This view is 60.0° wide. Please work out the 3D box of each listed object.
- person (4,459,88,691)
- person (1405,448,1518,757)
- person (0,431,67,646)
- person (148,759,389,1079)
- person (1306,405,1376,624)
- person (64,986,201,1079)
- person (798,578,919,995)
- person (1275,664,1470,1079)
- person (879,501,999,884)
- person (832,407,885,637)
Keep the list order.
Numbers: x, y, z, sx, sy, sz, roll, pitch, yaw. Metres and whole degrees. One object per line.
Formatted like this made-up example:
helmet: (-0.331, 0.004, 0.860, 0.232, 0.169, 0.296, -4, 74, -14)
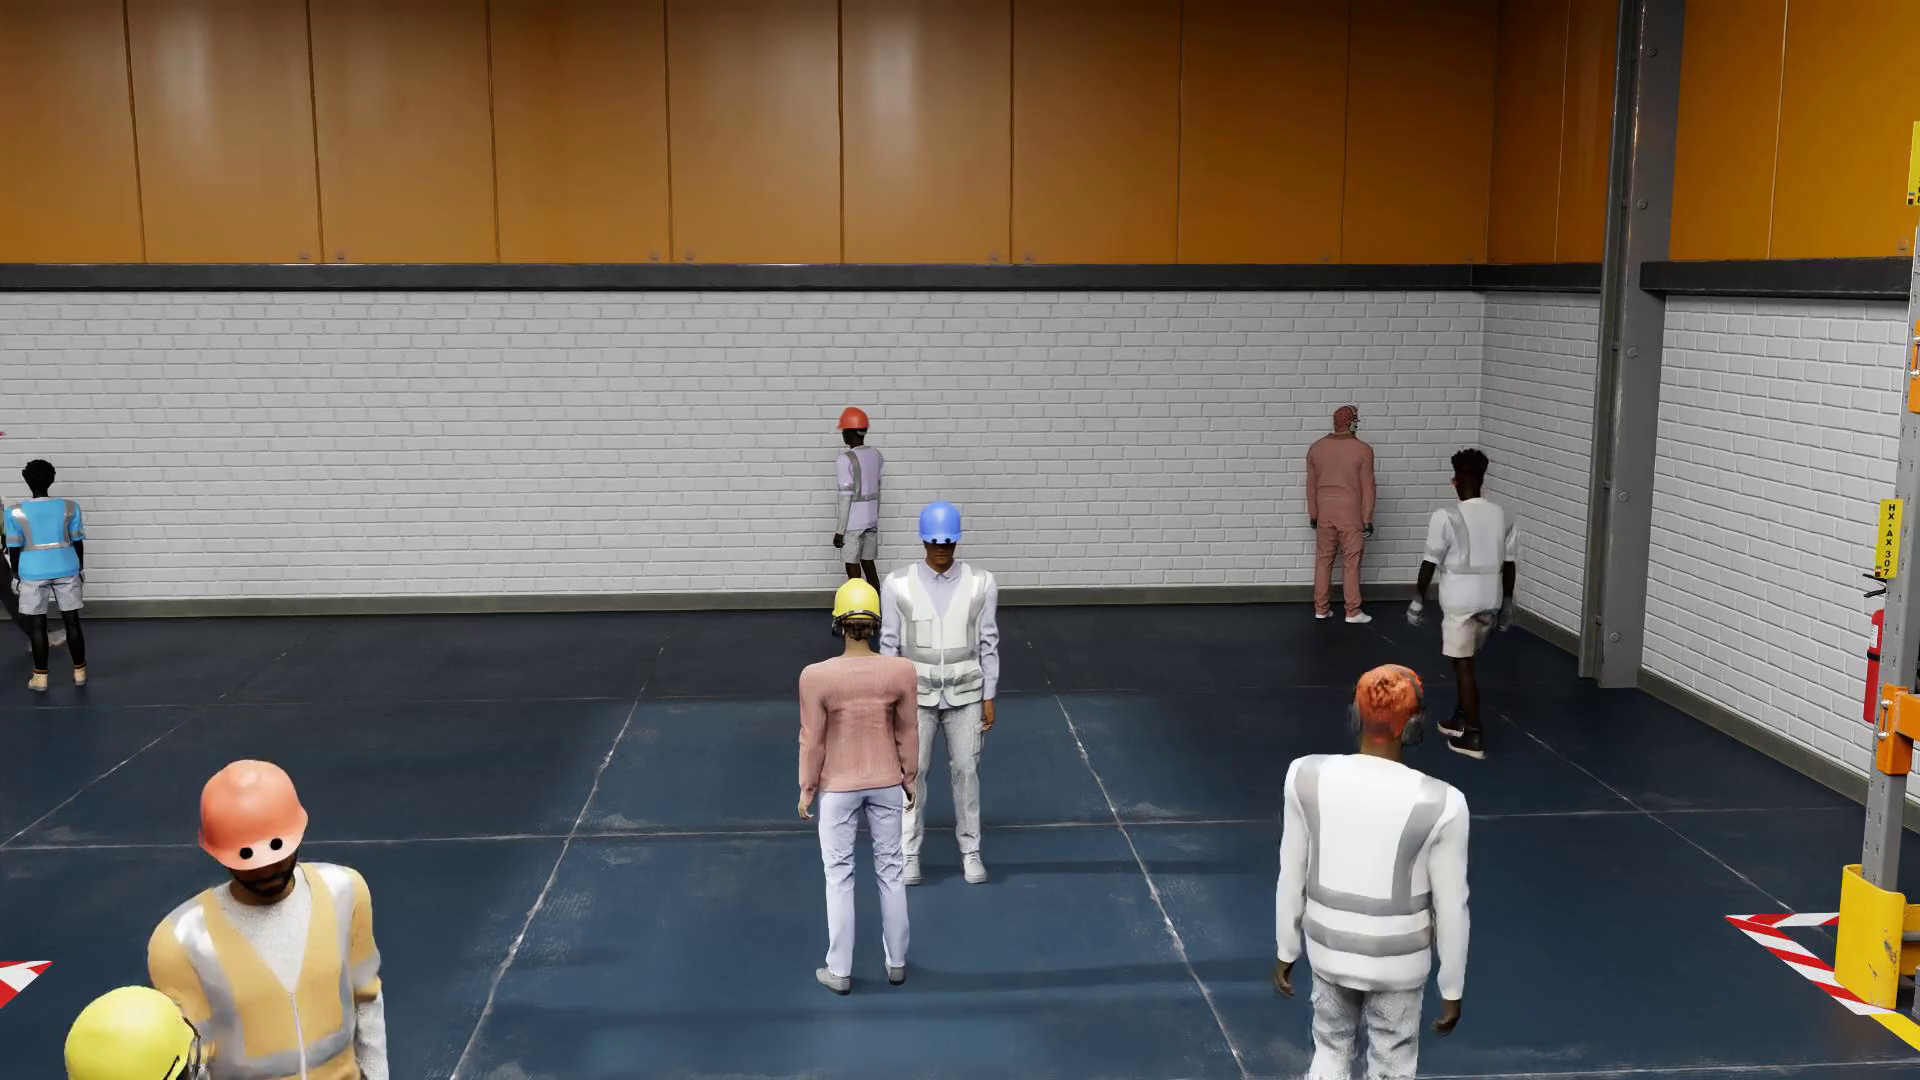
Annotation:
person: (-6.682, 0.256, 12.190, 0.533, 1.697, 0.318, -8, 12, -41)
person: (3.183, 0.378, 10.655, 0.615, 1.932, 0.769, -4, 10, -22)
person: (-7.753, -0.040, 13.289, 1.040, 1.935, 0.651, -4, 10, -22)
person: (-1.671, 1.437, 4.103, 0.558, 1.908, 0.479, -9, 13, -43)
person: (3.344, -0.224, 14.539, 0.642, 1.909, 0.399, 8, 12, 42)
person: (-1.553, 1.651, 3.344, 0.529, 1.736, 0.640, -1, 9, -9)
person: (-0.433, 1.038, 7.058, 0.534, 1.767, 0.319, -3, 10, -20)
person: (1.253, 1.298, 5.106, 0.598, 1.866, 0.463, 6, 11, 31)
person: (-0.105, 0.761, 8.258, 0.606, 1.938, 0.409, -1, 9, -4)
person: (-0.872, -0.149, 13.972, 0.352, 1.940, 0.545, 6, 11, 33)
